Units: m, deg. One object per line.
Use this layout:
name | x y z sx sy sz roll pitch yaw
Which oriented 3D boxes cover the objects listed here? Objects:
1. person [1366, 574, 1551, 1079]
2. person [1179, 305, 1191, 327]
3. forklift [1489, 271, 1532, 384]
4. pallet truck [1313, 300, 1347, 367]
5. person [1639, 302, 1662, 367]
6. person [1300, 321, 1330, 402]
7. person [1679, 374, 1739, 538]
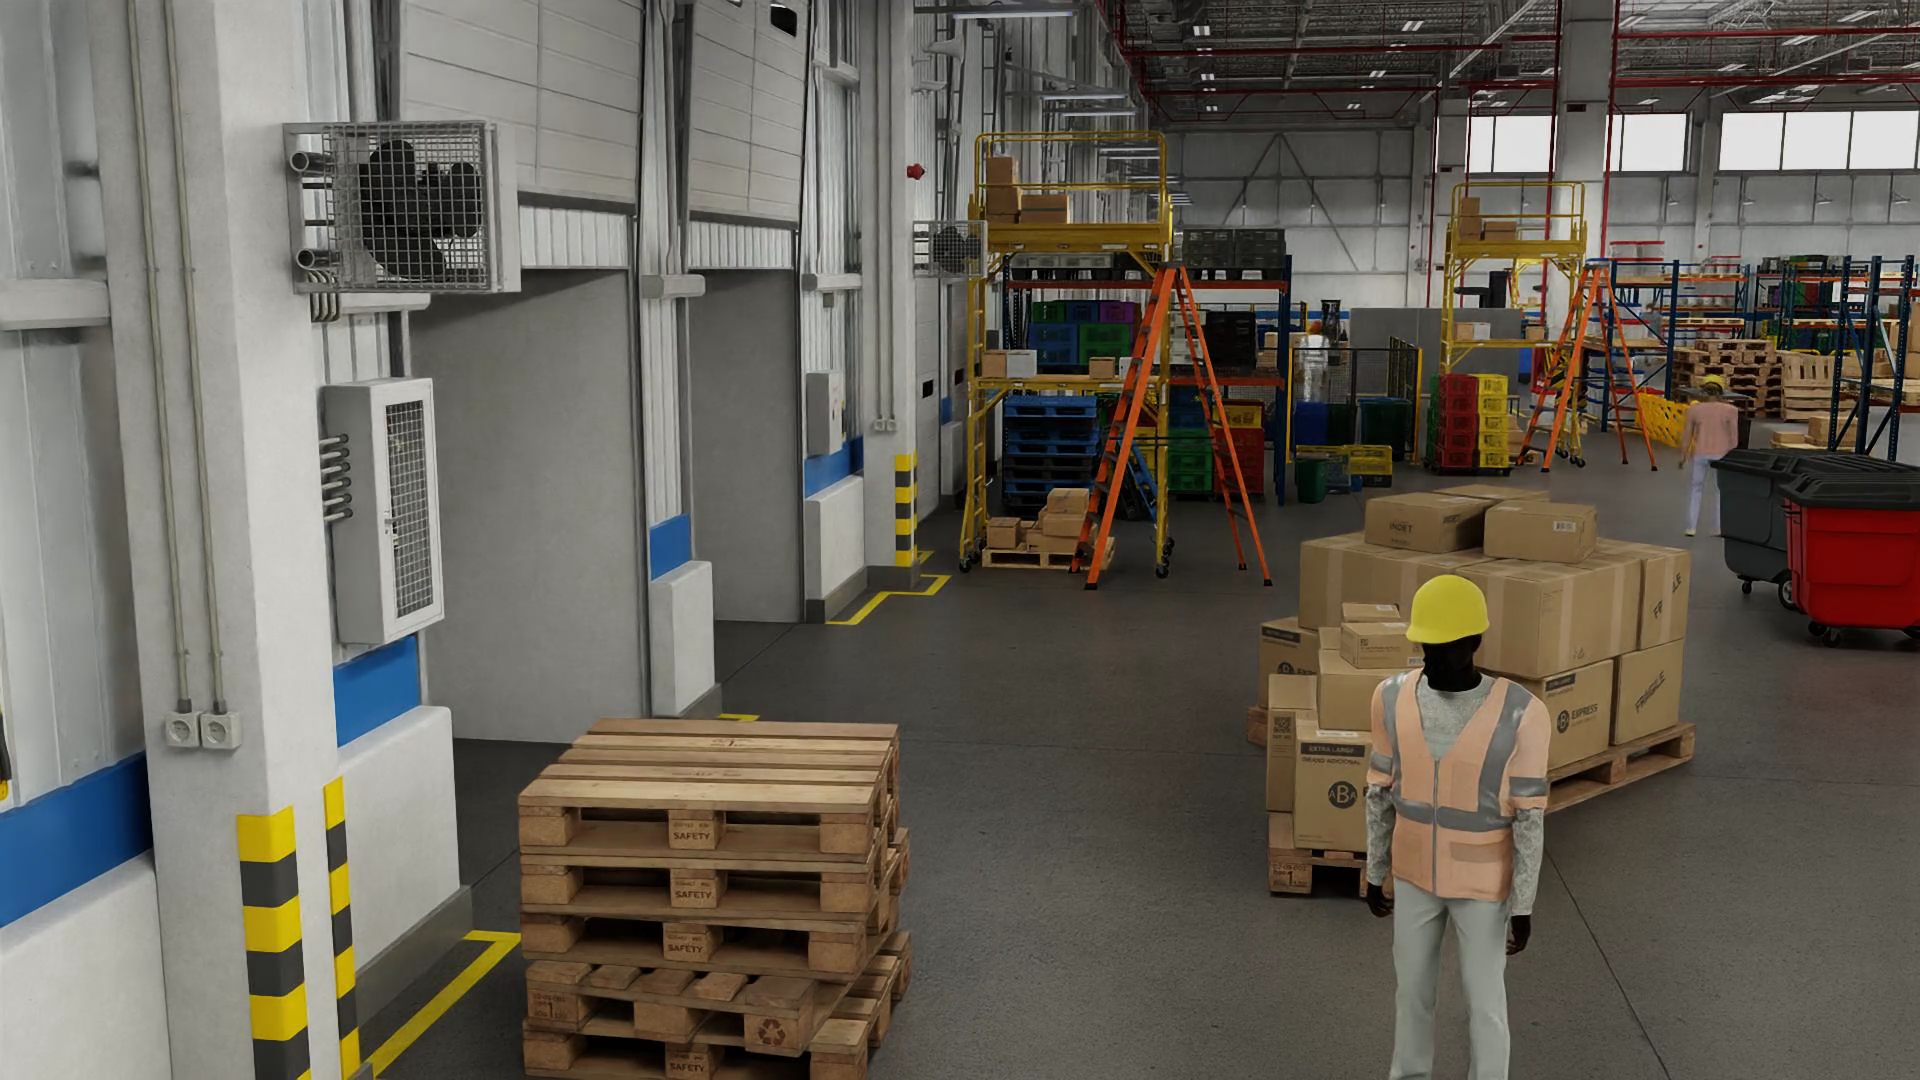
person | 1.536 1.052 5.244 0.584 1.920 0.395 7 12 38
person | 6.025 -5.318 44.507 0.389 1.928 0.548 4 10 23
forklift | 13.422 -5.322 41.591 1.873 2.768 1.129 1 9 9
pallet truck | 11.159 -6.200 49.718 0.823 1.965 1.885 4 10 26
person | 20.393 -6.067 49.167 0.636 1.921 0.592 6 11 32
person | 7.114 -3.480 33.417 0.586 1.853 0.930 2 10 15
person | 7.990 -0.873 17.649 0.687 1.742 0.512 6 11 34
